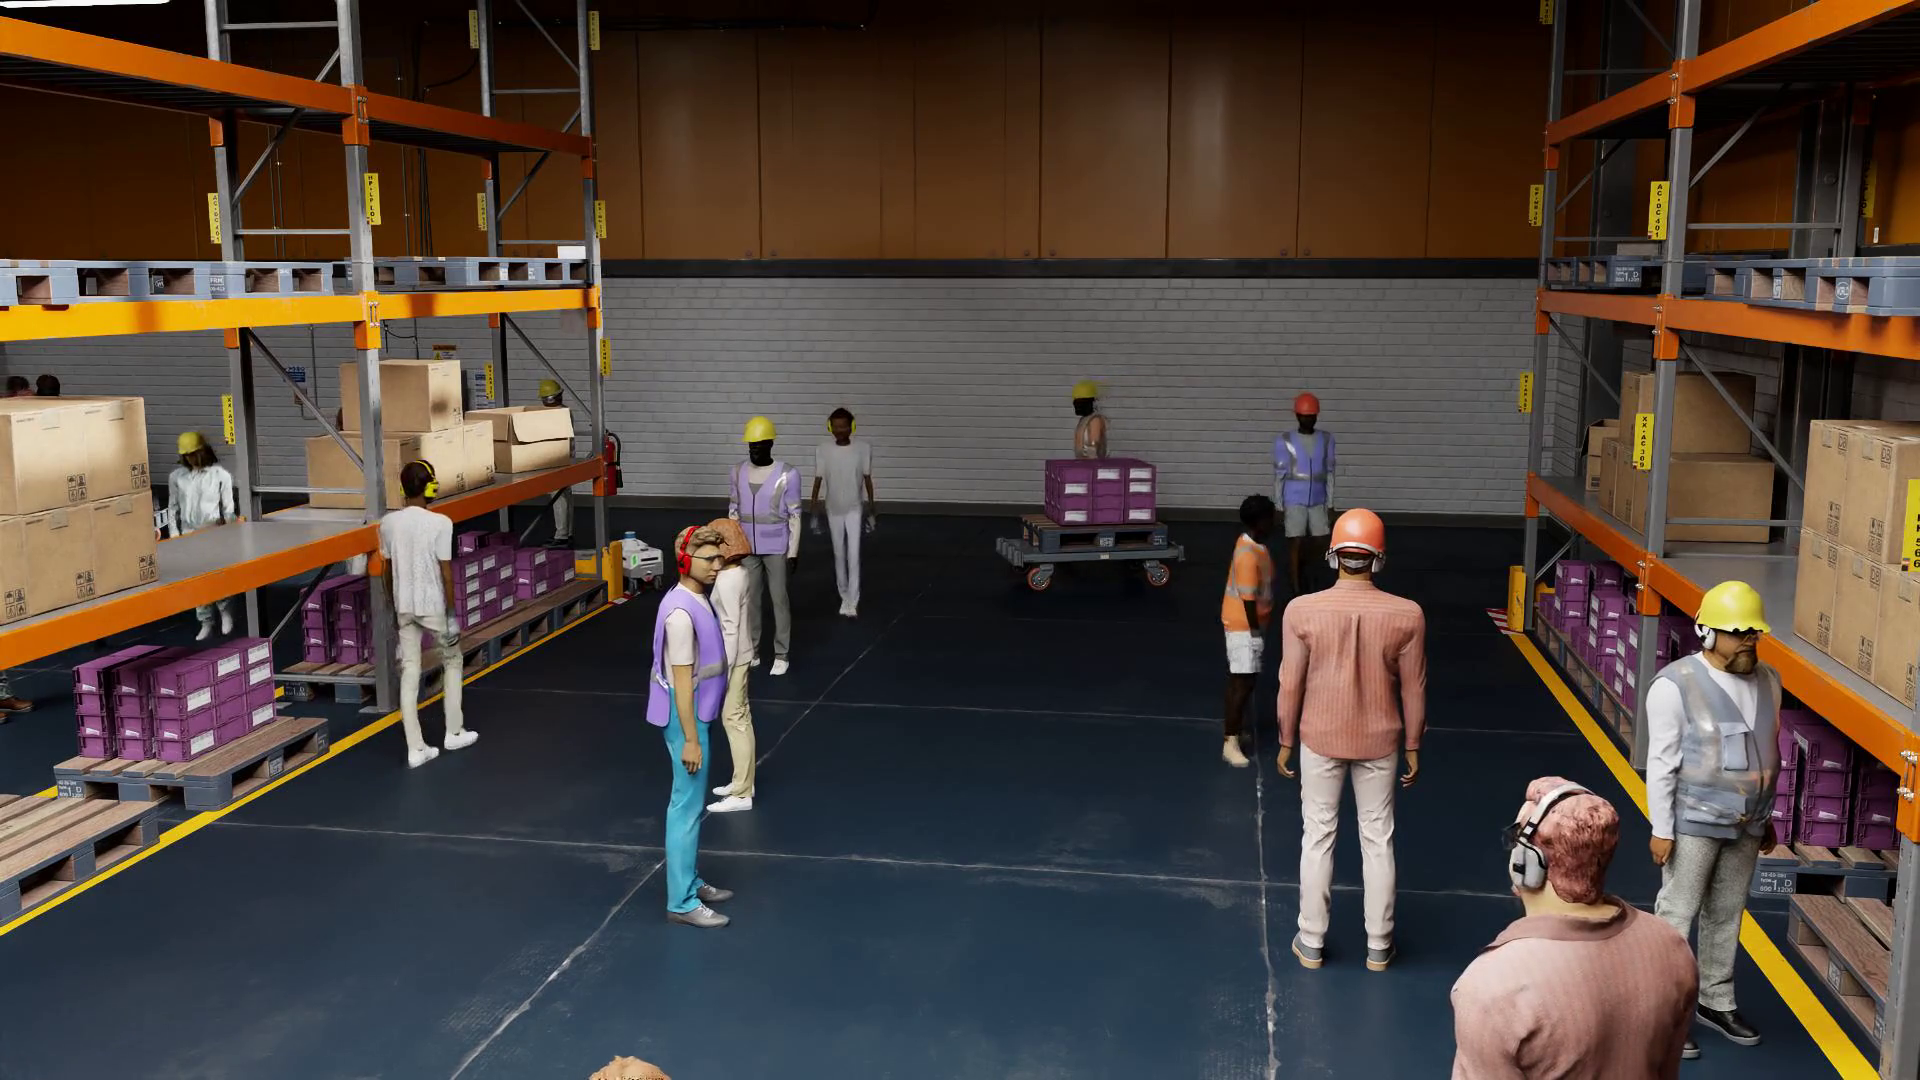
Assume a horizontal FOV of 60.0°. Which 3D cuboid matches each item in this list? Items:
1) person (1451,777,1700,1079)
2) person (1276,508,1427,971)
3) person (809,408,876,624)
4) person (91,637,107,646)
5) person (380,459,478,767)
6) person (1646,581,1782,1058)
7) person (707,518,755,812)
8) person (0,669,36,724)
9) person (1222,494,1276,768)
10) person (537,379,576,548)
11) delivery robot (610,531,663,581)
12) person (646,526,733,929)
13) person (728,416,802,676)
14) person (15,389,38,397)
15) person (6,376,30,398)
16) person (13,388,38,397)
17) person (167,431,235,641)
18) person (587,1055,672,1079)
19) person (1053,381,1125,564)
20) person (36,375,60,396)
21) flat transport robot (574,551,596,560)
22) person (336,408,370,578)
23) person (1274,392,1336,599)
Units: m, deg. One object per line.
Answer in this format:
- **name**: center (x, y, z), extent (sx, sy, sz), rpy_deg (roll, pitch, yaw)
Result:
- **person**: center (1.281, 1.456, 3.676), extent (0.639, 1.910, 0.406), rpy_deg (-5, 10, -27)
- **person**: center (1.667, 0.854, 7.119), extent (0.625, 1.992, 0.386), rpy_deg (1, 9, 8)
- **person**: center (-1.008, -0.206, 14.166), extent (0.559, 1.818, 0.953), rpy_deg (0, 9, 1)
- **person**: center (-6.964, -0.093, 13.347), extent (0.564, 1.885, 0.899), rpy_deg (-5, 11, -29)
- **person**: center (-3.244, 0.423, 10.223), extent (0.564, 1.844, 0.740), rpy_deg (2, 9, 12)
- **person**: center (2.899, 1.056, 6.373), extent (0.600, 1.831, 0.404), rpy_deg (-3, 10, -20)
- **person**: center (-1.283, 0.689, 9.248), extent (0.267, 1.632, 0.508), rpy_deg (0, 9, -1)
- **person**: center (-6.478, 0.246, 11.042), extent (0.362, 1.939, 0.635), rpy_deg (0, 9, 3)
- **person**: center (1.766, 0.522, 10.194), extent (0.318, 1.663, 0.643), rpy_deg (2, 9, 11)
- **person**: center (-4.378, -0.829, 18.030), extent (0.403, 1.823, 0.588), rpy_deg (0, 9, 2)
- **delivery robot**: center (-3.071, 0.164, 15.520), extent (0.477, 0.478, 0.707), rpy_deg (-8, 12, -40)
- **person**: center (-1.247, 0.844, 7.652), extent (0.374, 1.840, 0.568), rpy_deg (-1, 9, -4)
- **person**: center (-1.455, 0.046, 12.313), extent (0.584, 1.928, 0.373), rpy_deg (4, 10, 21)
- **person**: center (-8.576, -0.445, 15.408), extent (0.655, 1.906, 0.407), rpy_deg (-7, 12, -37)
- **person**: center (-10.690, -0.981, 19.062), extent (0.490, 1.814, 0.735), rpy_deg (0, 9, 2)
- **person**: center (-9.079, -0.537, 16.099), extent (0.588, 1.868, 0.584), rpy_deg (-5, 11, -29)
- **person**: center (-6.131, -0.031, 13.450), extent (0.482, 1.718, 0.365), rpy_deg (0, 9, -3)
- **person**: center (-0.573, 1.702, 3.005), extent (0.502, 1.632, 0.278), rpy_deg (-1, 9, -4)
- **person**: center (1.339, -0.678, 16.927), extent (0.967, 1.885, 0.608), rpy_deg (-3, 10, -16)
- **person**: center (-10.103, -0.920, 18.538), extent (0.429, 1.844, 0.625), rpy_deg (0, 9, 0)
- **flat transport robot**: center (-3.816, 0.247, 16.166), extent (1.431, 0.197, 0.652), rpy_deg (-2, 9, -11)
- **person**: center (-5.355, -0.302, 14.861), extent (0.637, 1.794, 0.915), rpy_deg (0, 9, 1)
- **person**: center (3.058, -0.361, 14.812), extent (0.561, 1.925, 0.509), rpy_deg (-1, 9, -7)
